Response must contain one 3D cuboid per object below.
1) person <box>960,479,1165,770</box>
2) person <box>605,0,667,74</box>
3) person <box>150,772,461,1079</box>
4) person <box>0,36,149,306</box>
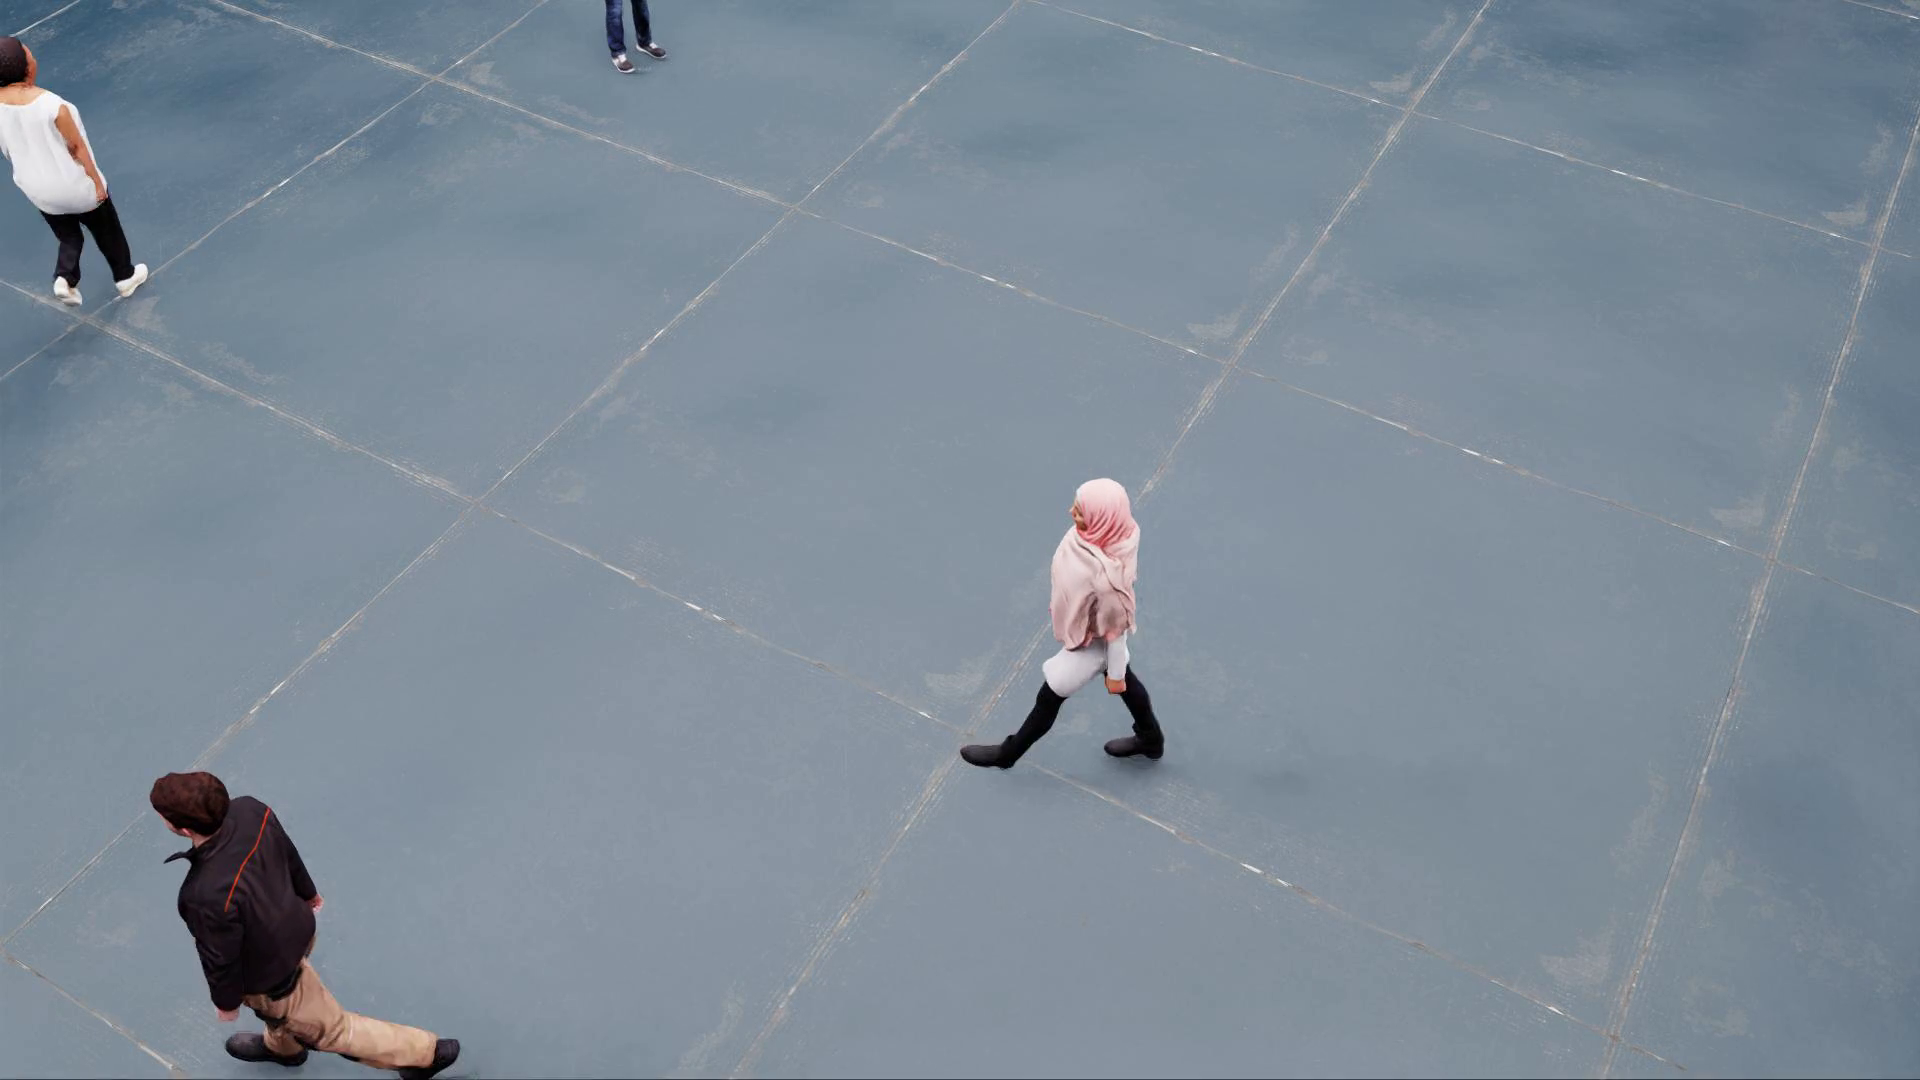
[{"bbox_3d":[0.663,0.416,6.992,1.249,1.749,1.030,-1,47,-1],"label":"person"},{"bbox_3d":[-2.266,-3.922,11.133,0.595,1.558,0.597,-34,56,-27],"label":"person"},{"bbox_3d":[-2.367,1.472,5.916,1.311,1.895,1.101,-1,47,-1],"label":"person"},{"bbox_3d":[-5.046,-1.994,9.270,0.875,1.675,0.881,6,48,6],"label":"person"}]
